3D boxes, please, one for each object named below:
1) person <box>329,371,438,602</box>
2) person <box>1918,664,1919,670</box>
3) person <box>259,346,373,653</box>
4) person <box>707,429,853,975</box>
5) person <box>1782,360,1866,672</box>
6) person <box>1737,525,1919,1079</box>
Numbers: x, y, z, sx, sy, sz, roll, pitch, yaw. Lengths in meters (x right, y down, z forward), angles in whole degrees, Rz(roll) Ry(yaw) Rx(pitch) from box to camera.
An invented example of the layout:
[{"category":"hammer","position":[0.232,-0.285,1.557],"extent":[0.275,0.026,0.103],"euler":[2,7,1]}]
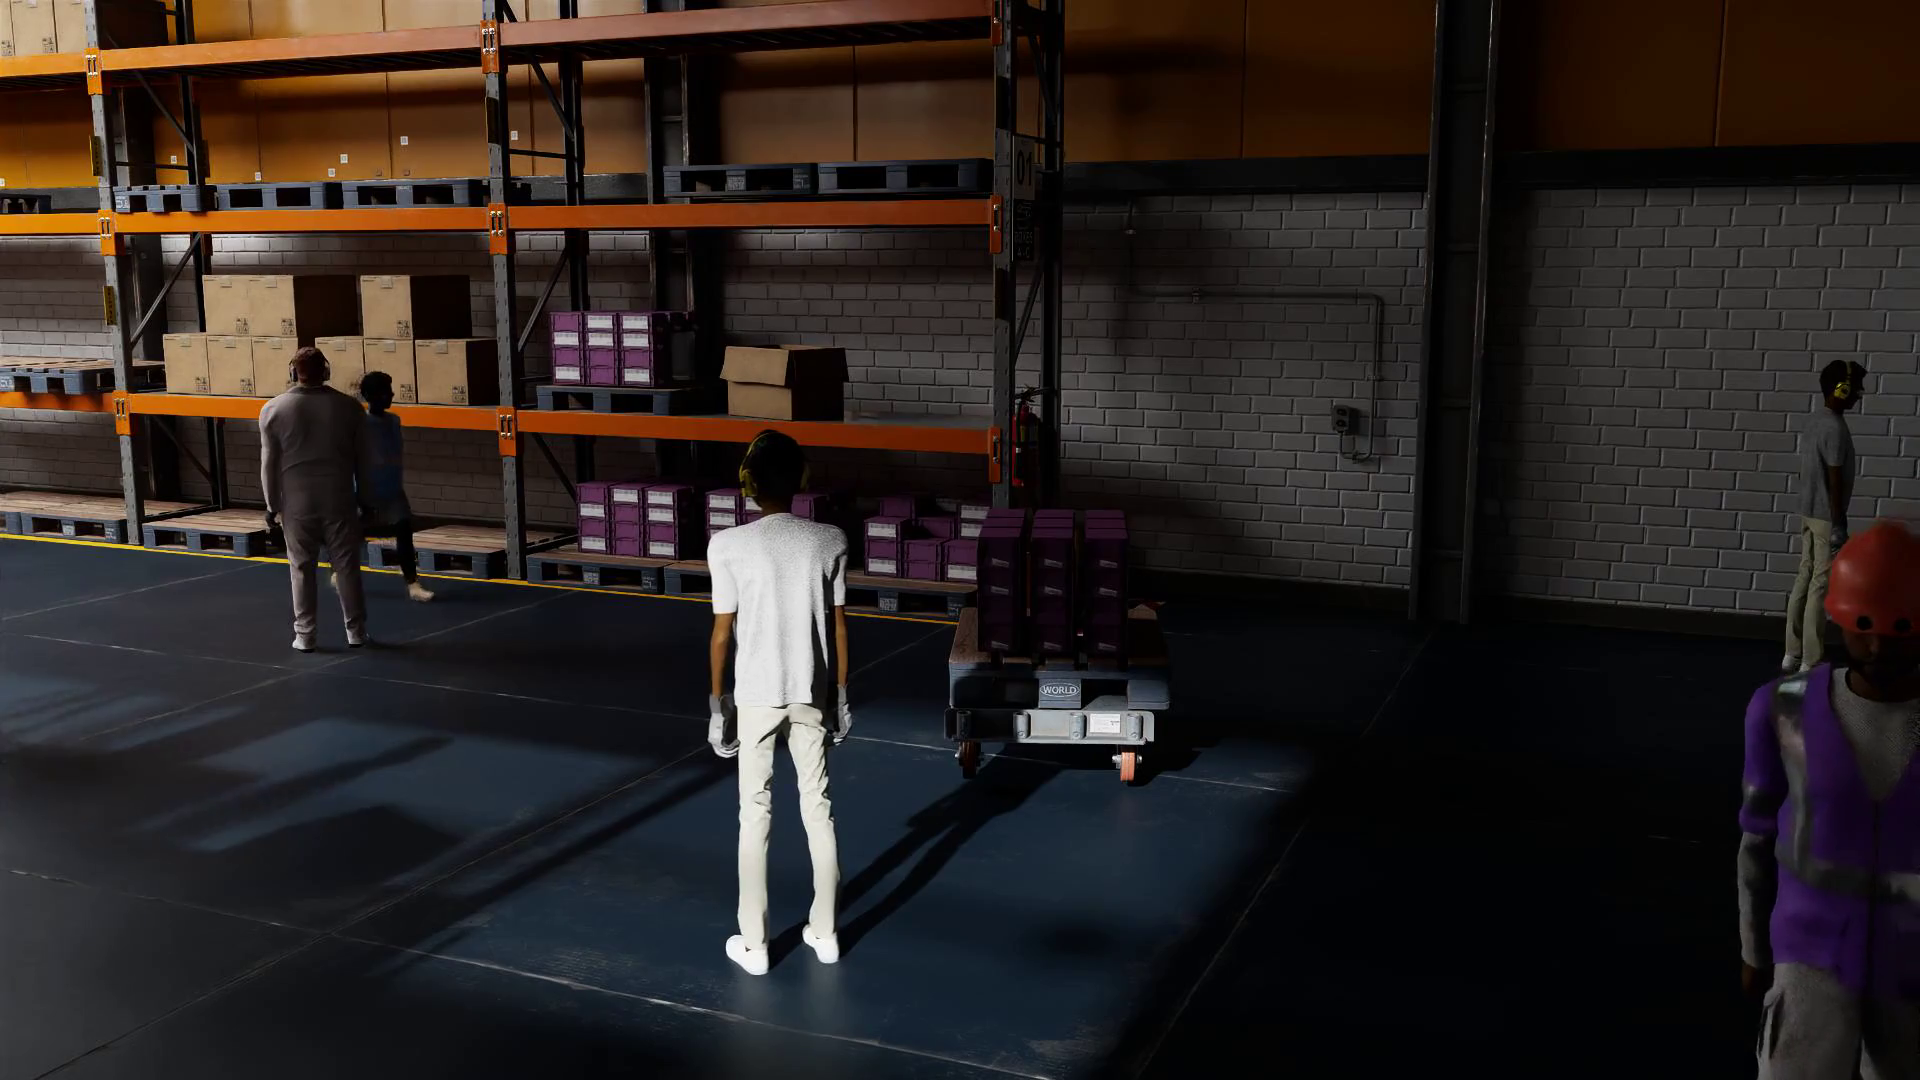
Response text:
[{"category":"person","position":[-4.198,-0.381,11.894],"extent":[0.864,1.663,0.543],"euler":[4,10,22]},{"category":"person","position":[2.858,0.781,4.705],"extent":[0.484,1.737,0.305],"euler":[7,12,37]},{"category":"person","position":[-4.008,-0.252,10.392],"extent":[0.652,1.904,0.402],"euler":[-5,10,-25]},{"category":"person","position":[-0.612,0.555,5.700],"extent":[0.514,1.861,0.316],"euler":[-4,10,-22]},{"category":"person","position":[5.054,-0.114,9.691],"extent":[0.329,1.865,0.510],"euler":[1,10,6]},{"category":"person","position":[1.888,0.911,3.468],"extent":[0.556,1.882,1.000],"euler":[6,11,30]}]
